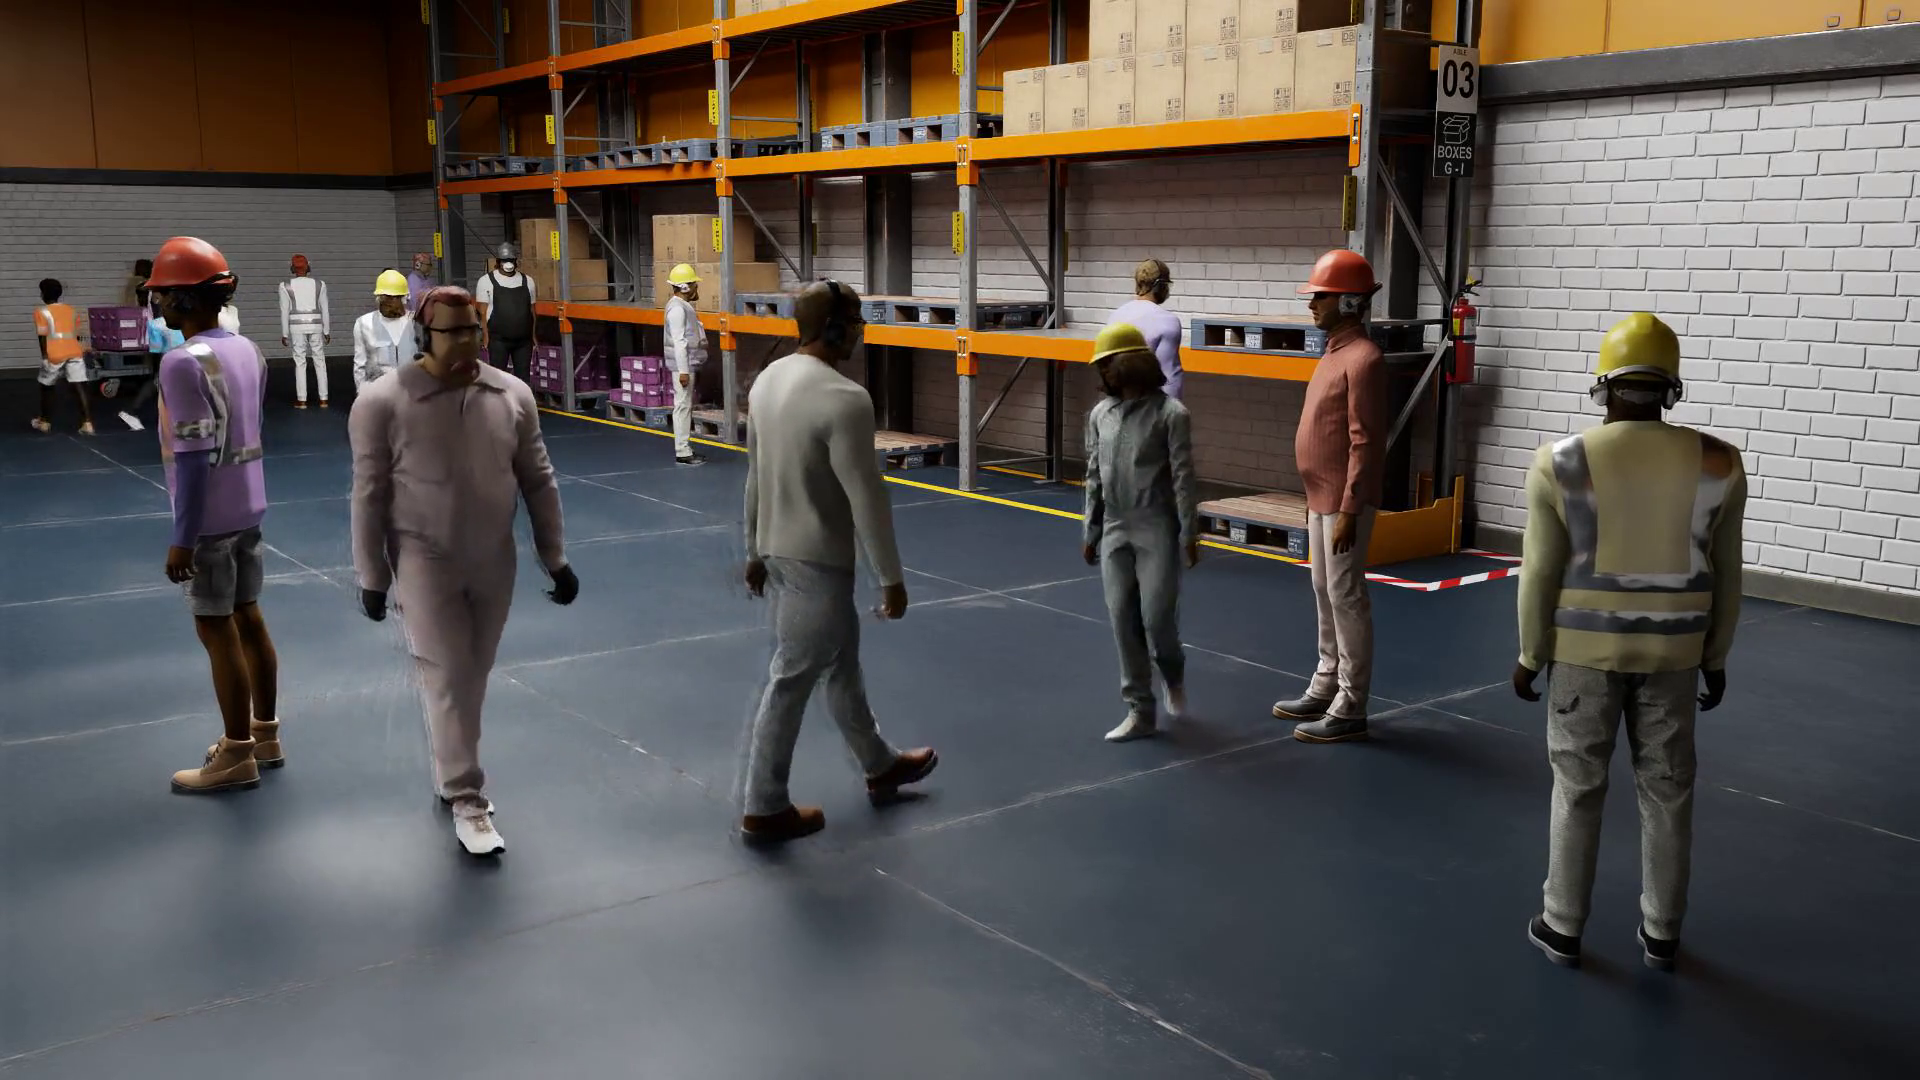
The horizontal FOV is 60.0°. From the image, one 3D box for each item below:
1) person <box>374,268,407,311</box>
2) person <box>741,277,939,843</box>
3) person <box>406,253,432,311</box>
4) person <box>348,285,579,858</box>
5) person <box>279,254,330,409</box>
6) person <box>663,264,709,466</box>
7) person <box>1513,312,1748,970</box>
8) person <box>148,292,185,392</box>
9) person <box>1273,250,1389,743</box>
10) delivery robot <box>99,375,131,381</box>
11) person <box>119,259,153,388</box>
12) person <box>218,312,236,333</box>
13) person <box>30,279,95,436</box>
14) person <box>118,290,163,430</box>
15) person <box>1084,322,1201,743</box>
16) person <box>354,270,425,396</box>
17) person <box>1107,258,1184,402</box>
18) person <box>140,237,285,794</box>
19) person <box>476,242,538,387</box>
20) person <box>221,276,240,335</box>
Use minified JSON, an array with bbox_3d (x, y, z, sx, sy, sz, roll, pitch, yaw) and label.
[{"bbox_3d":[-9.119,-3.542,26.665,0.499,1.634,0.279,-5,11,-28],"label":"person"},{"bbox_3d":[-0.378,0.064,5.711,0.941,1.898,0.661,-6,12,-32],"label":"person"},{"bbox_3d":[-6.911,-2.741,21.443,0.402,1.901,0.639,-2,10,-12],"label":"person"},{"bbox_3d":[-1.635,0.094,5.613,0.663,1.871,0.876,-10,14,-43],"label":"person"},{"bbox_3d":[-8.041,-2.557,20.444,0.573,1.887,0.355,-6,12,-31],"label":"person"},{"bbox_3d":[-2.495,-1.594,15.186,0.404,1.836,0.599,-1,10,-6],"label":"person"},{"bbox_3d":[1.842,0.292,4.632,0.586,1.835,0.403,2,10,8],"label":"person"},{"bbox_3d":[-7.137,-1.509,15.208,0.876,1.644,0.547,9,14,41],"label":"person"},{"bbox_3d":[1.538,-0.174,6.791,0.376,1.995,0.612,0,10,-2],"label":"person"},{"bbox_3d":[-11.634,-2.403,23.049,0.707,0.478,0.477,-5,11,-28],"label":"delivery robot"},{"bbox_3d":[-11.707,-3.066,23.538,0.828,1.811,0.650,-8,13,-39],"label":"person"},{"bbox_3d":[-5.089,-0.917,11.319,0.535,1.864,0.309,6,12,32],"label":"person"},{"bbox_3d":[-9.526,-1.927,17.566,0.888,1.641,0.548,6,12,30],"label":"person"},{"bbox_3d":[-8.699,-2.126,18.099,0.909,1.875,0.594,-2,10,-13],"label":"person"},{"bbox_3d":[0.752,-0.035,6.830,0.536,1.704,0.489,8,13,37],"label":"person"},{"bbox_3d":[-4.136,-1.064,12.244,0.594,1.826,0.403,-4,11,-21],"label":"person"},{"bbox_3d":[1.154,-0.779,10.365,0.361,1.932,0.628,-7,12,-33],"label":"person"},{"bbox_3d":[-2.778,-0.086,6.161,0.373,2.042,0.614,0,10,0],"label":"person"},{"bbox_3d":[-5.107,-2.362,18.921,0.682,2.000,0.537,-6,12,-32],"label":"person"},{"bbox_3d":[-6.985,-1.674,15.844,0.328,1.765,0.532,1,10,8],"label":"person"}]
